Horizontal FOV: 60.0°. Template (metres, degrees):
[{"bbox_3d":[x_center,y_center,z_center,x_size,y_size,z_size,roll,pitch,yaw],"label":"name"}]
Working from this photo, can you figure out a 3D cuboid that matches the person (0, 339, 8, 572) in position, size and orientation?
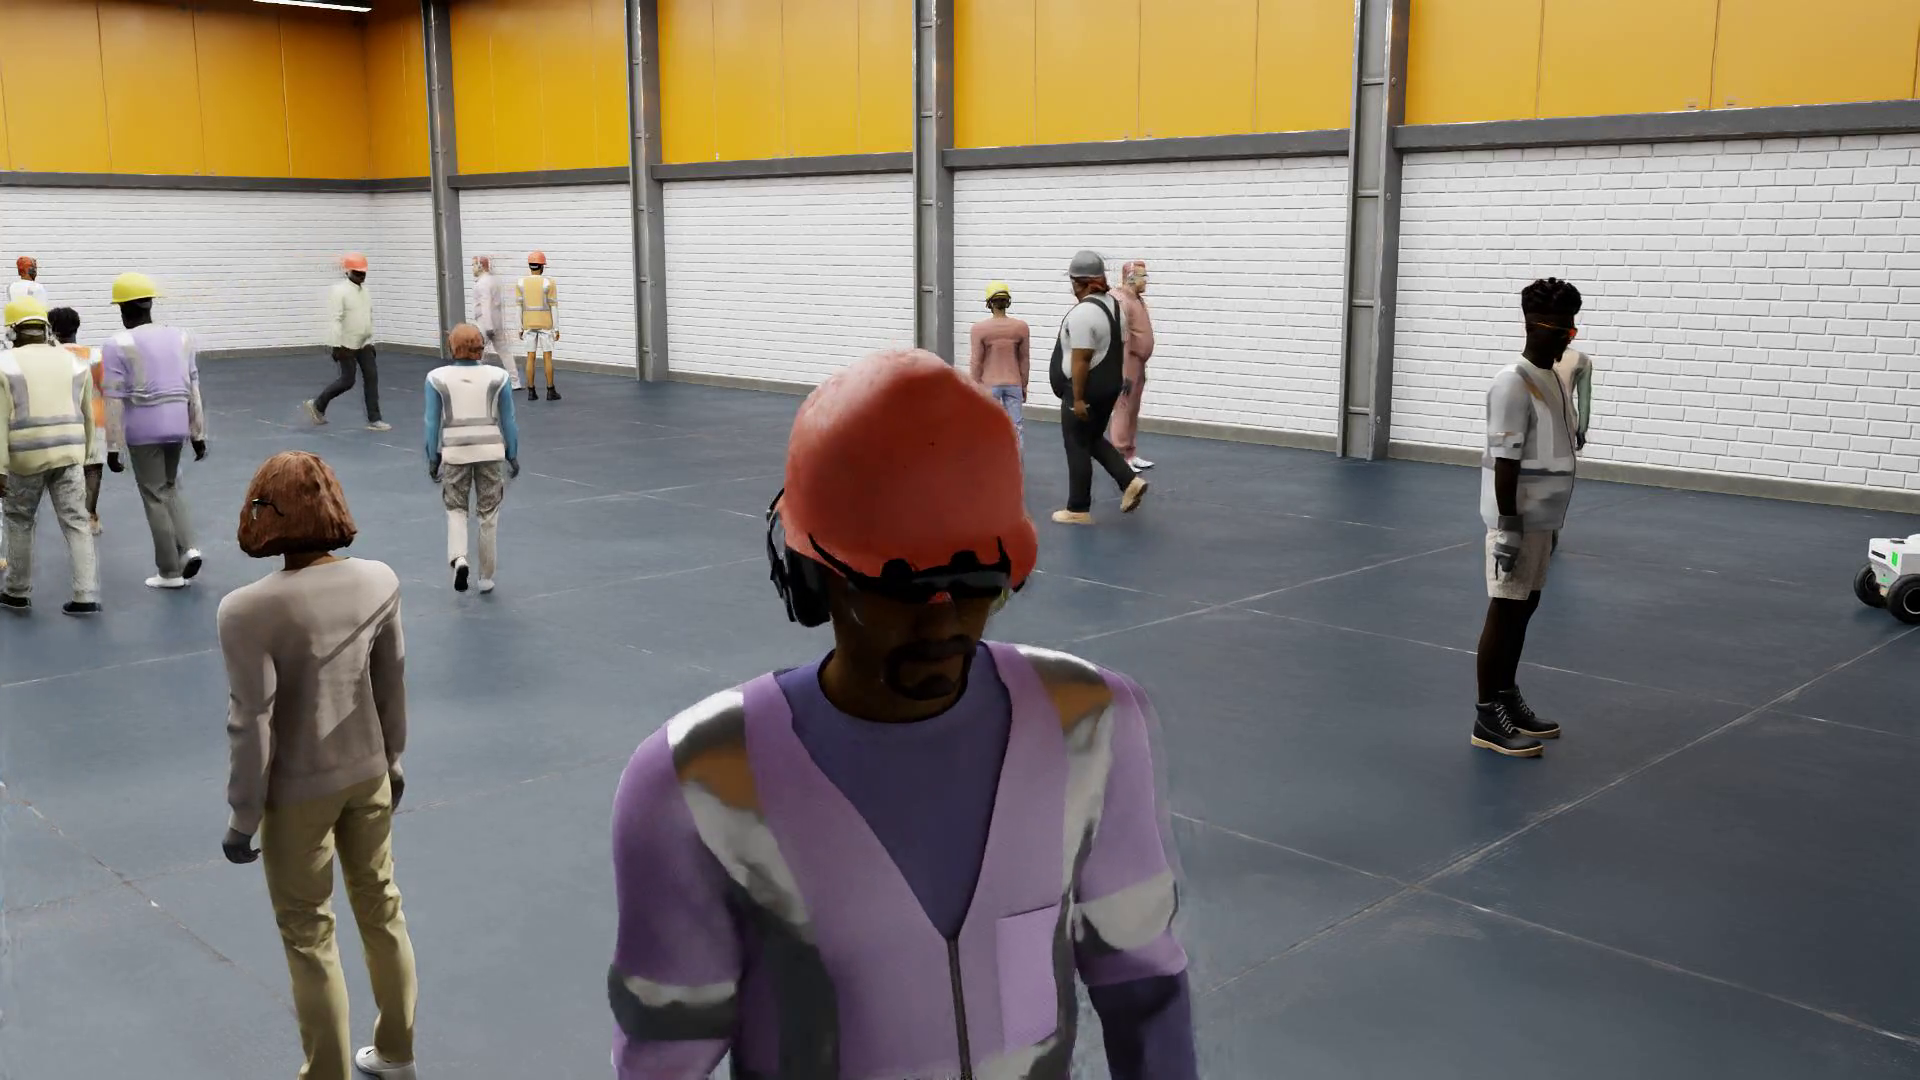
[{"bbox_3d":[-6.145,-0.668,10.410,0.626,1.818,0.433,2,11,13],"label":"person"}]

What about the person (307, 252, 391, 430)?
[{"bbox_3d":[-6.708,-2.166,18.198,0.817,1.958,0.659,3,11,18],"label":"person"}]

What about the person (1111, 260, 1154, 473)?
[{"bbox_3d":[1.551,-1.563,15.052,0.404,1.906,0.680,4,11,19],"label":"person"}]

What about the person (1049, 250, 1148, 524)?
[{"bbox_3d":[0.977,-1.122,12.260,0.675,2.000,0.682,7,12,32],"label":"person"}]

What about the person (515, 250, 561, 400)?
[{"bbox_3d":[-5.459,-2.775,21.555,0.549,1.936,0.376,1,10,3],"label":"person"}]

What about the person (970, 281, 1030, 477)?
[{"bbox_3d":[0.323,-1.262,13.802,0.523,1.760,0.324,-3,11,-17],"label":"person"}]

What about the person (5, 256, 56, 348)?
[{"bbox_3d":[-10.923,-2.391,19.610,0.575,1.885,0.355,3,11,17],"label":"person"}]

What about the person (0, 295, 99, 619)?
[{"bbox_3d":[-5.183,-0.458,9.311,0.826,1.793,0.634,7,13,34],"label":"person"}]

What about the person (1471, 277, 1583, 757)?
[{"bbox_3d":[2.355,-0.101,6.904,0.361,1.960,0.613,7,12,33],"label":"person"}]

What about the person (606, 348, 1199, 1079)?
[{"bbox_3d":[-0.039,0.805,1.822,0.644,2.015,0.477,-5,11,-24],"label":"person"}]

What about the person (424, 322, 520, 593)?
[{"bbox_3d":[-2.888,-0.471,9.864,0.531,1.623,0.404,-3,11,-14],"label":"person"}]

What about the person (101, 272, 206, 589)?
[{"bbox_3d":[-4.862,-0.643,9.994,0.425,1.910,0.606,5,12,27],"label":"person"}]

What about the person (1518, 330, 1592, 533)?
[{"bbox_3d":[4.002,-0.742,11.308,0.542,1.624,0.405,2,11,9],"label":"person"}]

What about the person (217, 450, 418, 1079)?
[{"bbox_3d":[-1.531,0.600,3.982,0.267,1.632,0.509,6,12,28],"label":"person"}]

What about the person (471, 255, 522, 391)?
[{"bbox_3d":[-6.526,-2.952,22.768,1.028,1.849,0.655,1,10,5],"label":"person"}]

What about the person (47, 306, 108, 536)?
[{"bbox_3d":[-6.123,-0.785,11.505,0.543,1.652,0.825,-3,11,-15],"label":"person"}]

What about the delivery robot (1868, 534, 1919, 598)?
[{"bbox_3d":[5.501,0.118,9.300,0.707,0.478,0.477,1,10,5],"label":"delivery robot"}]
